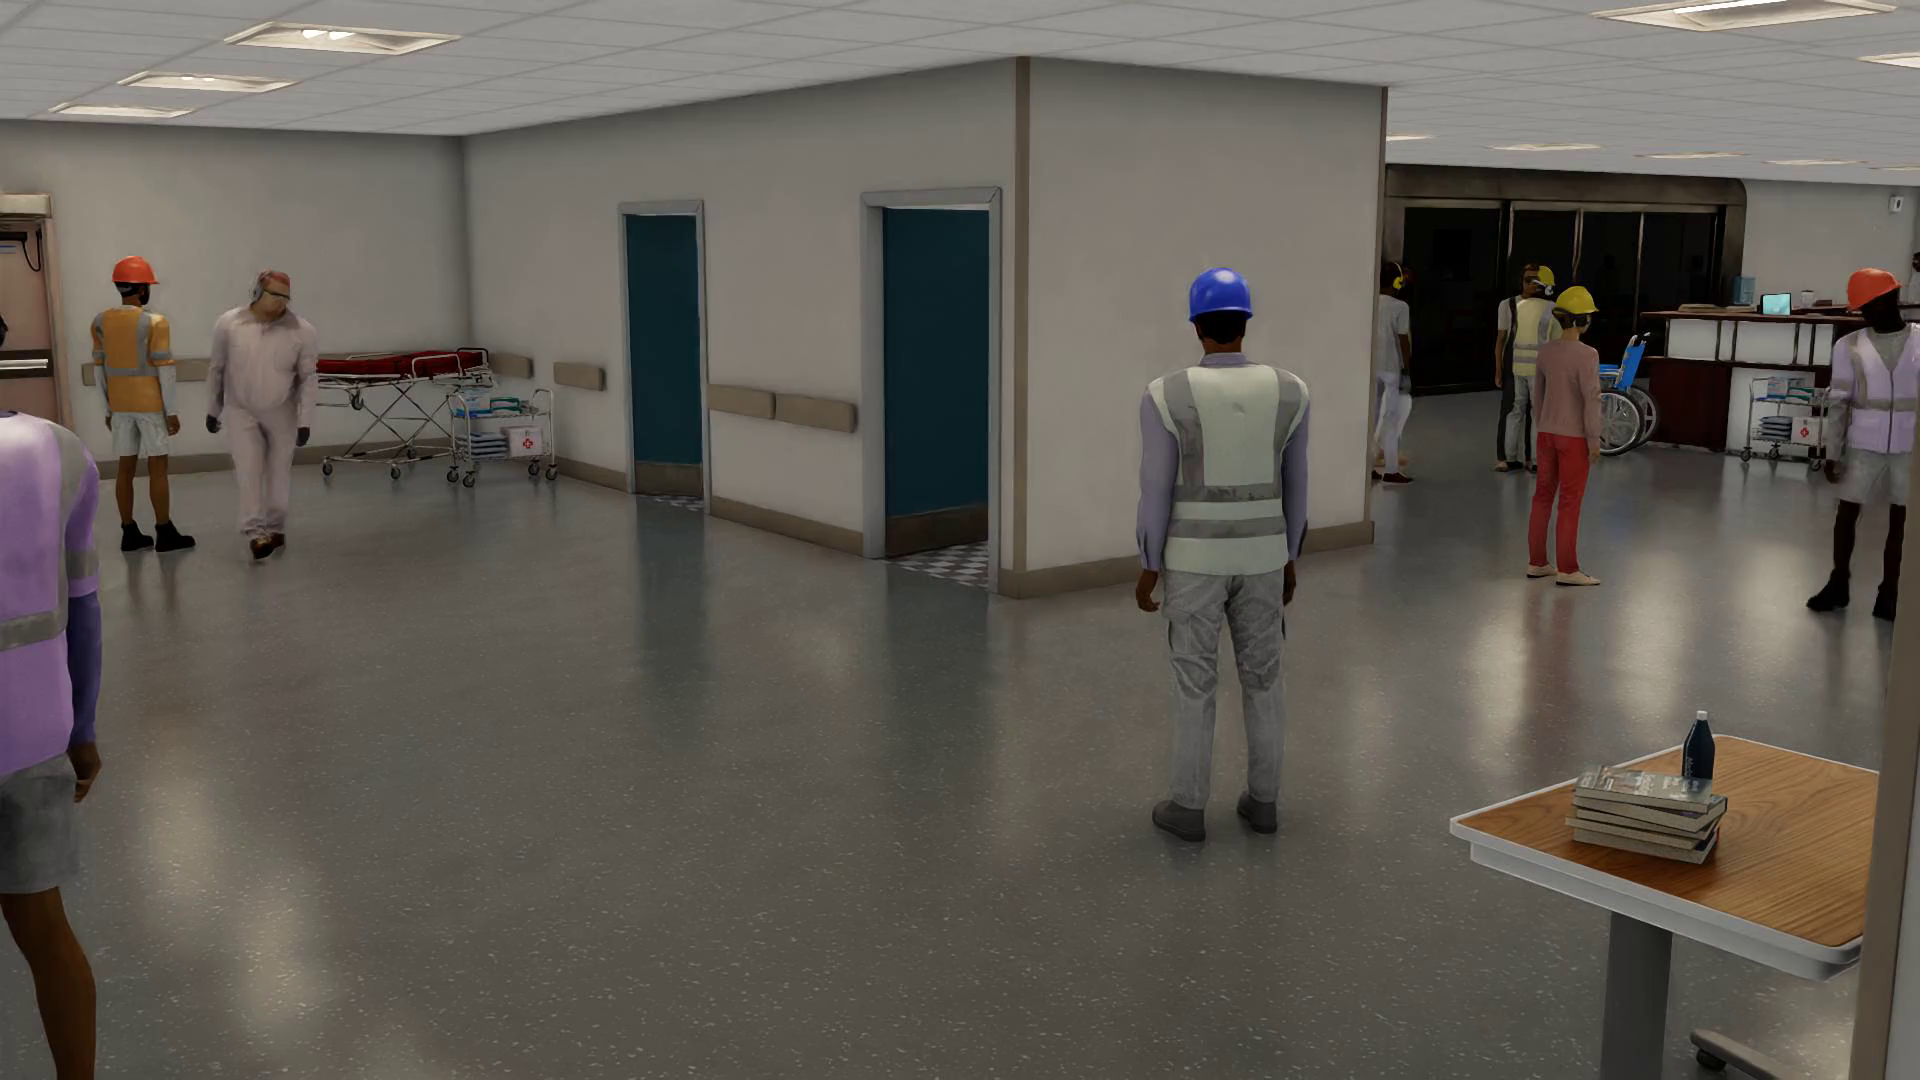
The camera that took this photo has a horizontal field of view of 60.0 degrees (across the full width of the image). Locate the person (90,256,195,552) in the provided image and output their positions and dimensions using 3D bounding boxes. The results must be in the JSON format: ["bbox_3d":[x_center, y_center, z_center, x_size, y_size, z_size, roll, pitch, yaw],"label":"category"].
[{"bbox_3d":[-5.381,-0.887,10.941,0.548,1.937,0.379,2,10,11],"label":"person"}]

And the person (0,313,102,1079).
[{"bbox_3d":[-2.044,0.413,3.424,0.409,2.028,0.615,3,11,17],"label":"person"}]

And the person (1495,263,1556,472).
[{"bbox_3d":[4.996,-1.516,14.717,0.507,1.847,0.345,2,10,9],"label":"person"}]

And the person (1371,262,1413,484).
[{"bbox_3d":[3.611,-1.407,14.062,0.329,1.865,0.508,-8,13,-38],"label":"person"}]

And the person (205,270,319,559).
[{"bbox_3d":[-4.484,-0.798,10.700,0.717,1.846,0.944,-4,11,-21],"label":"person"}]

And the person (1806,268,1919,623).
[{"bbox_3d":[4.949,-0.506,8.938,0.630,1.898,0.483,6,12,29],"label":"person"}]

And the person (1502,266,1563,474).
[{"bbox_3d":[5.067,-1.495,14.683,0.404,1.825,0.596,-9,13,-40],"label":"person"}]

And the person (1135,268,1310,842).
[{"bbox_3d":[0.878,0.059,5.641,0.605,1.938,0.412,-2,10,-12],"label":"person"}]

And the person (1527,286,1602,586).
[{"bbox_3d":[3.612,-0.615,9.889,0.306,1.772,0.525,-4,11,-20],"label":"person"}]

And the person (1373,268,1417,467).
[{"bbox_3d":[3.866,-1.533,14.934,0.562,1.809,0.659,5,11,27],"label":"person"}]
